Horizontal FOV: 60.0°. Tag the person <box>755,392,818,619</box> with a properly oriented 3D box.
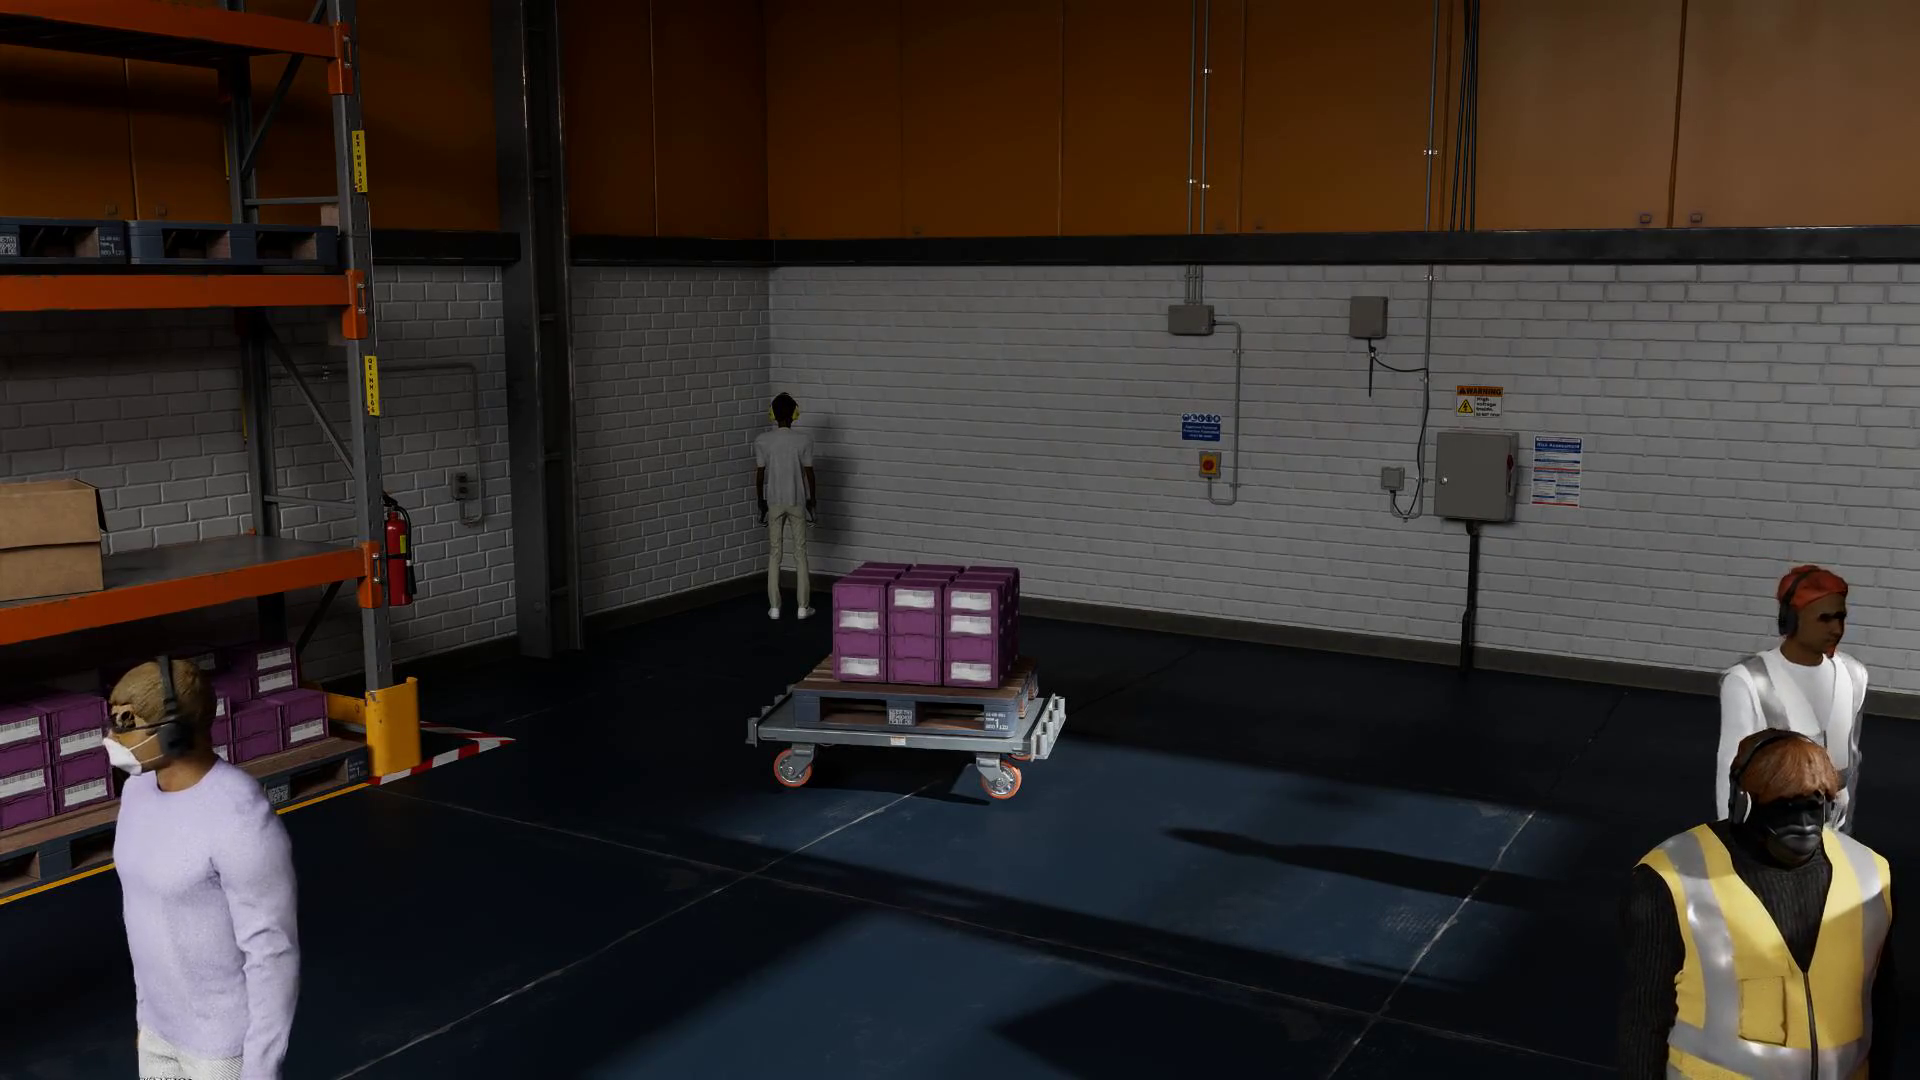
[{"bbox_3d":[-1.422,-0.279,13.683,0.513,1.875,0.328,0,9,0],"label":"person"}]

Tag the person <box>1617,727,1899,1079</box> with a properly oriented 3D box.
[{"bbox_3d":[1.825,1.323,3.816,0.628,1.837,0.429,0,9,-2],"label":"person"}]

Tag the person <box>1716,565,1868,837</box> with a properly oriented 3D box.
[{"bbox_3d":[2.795,1.011,5.633,0.585,1.877,0.355,-3,10,-18],"label":"person"}]

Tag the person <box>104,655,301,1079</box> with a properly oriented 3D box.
[{"bbox_3d":[-1.852,1.225,4.102,0.630,1.936,0.366,7,12,38],"label":"person"}]
